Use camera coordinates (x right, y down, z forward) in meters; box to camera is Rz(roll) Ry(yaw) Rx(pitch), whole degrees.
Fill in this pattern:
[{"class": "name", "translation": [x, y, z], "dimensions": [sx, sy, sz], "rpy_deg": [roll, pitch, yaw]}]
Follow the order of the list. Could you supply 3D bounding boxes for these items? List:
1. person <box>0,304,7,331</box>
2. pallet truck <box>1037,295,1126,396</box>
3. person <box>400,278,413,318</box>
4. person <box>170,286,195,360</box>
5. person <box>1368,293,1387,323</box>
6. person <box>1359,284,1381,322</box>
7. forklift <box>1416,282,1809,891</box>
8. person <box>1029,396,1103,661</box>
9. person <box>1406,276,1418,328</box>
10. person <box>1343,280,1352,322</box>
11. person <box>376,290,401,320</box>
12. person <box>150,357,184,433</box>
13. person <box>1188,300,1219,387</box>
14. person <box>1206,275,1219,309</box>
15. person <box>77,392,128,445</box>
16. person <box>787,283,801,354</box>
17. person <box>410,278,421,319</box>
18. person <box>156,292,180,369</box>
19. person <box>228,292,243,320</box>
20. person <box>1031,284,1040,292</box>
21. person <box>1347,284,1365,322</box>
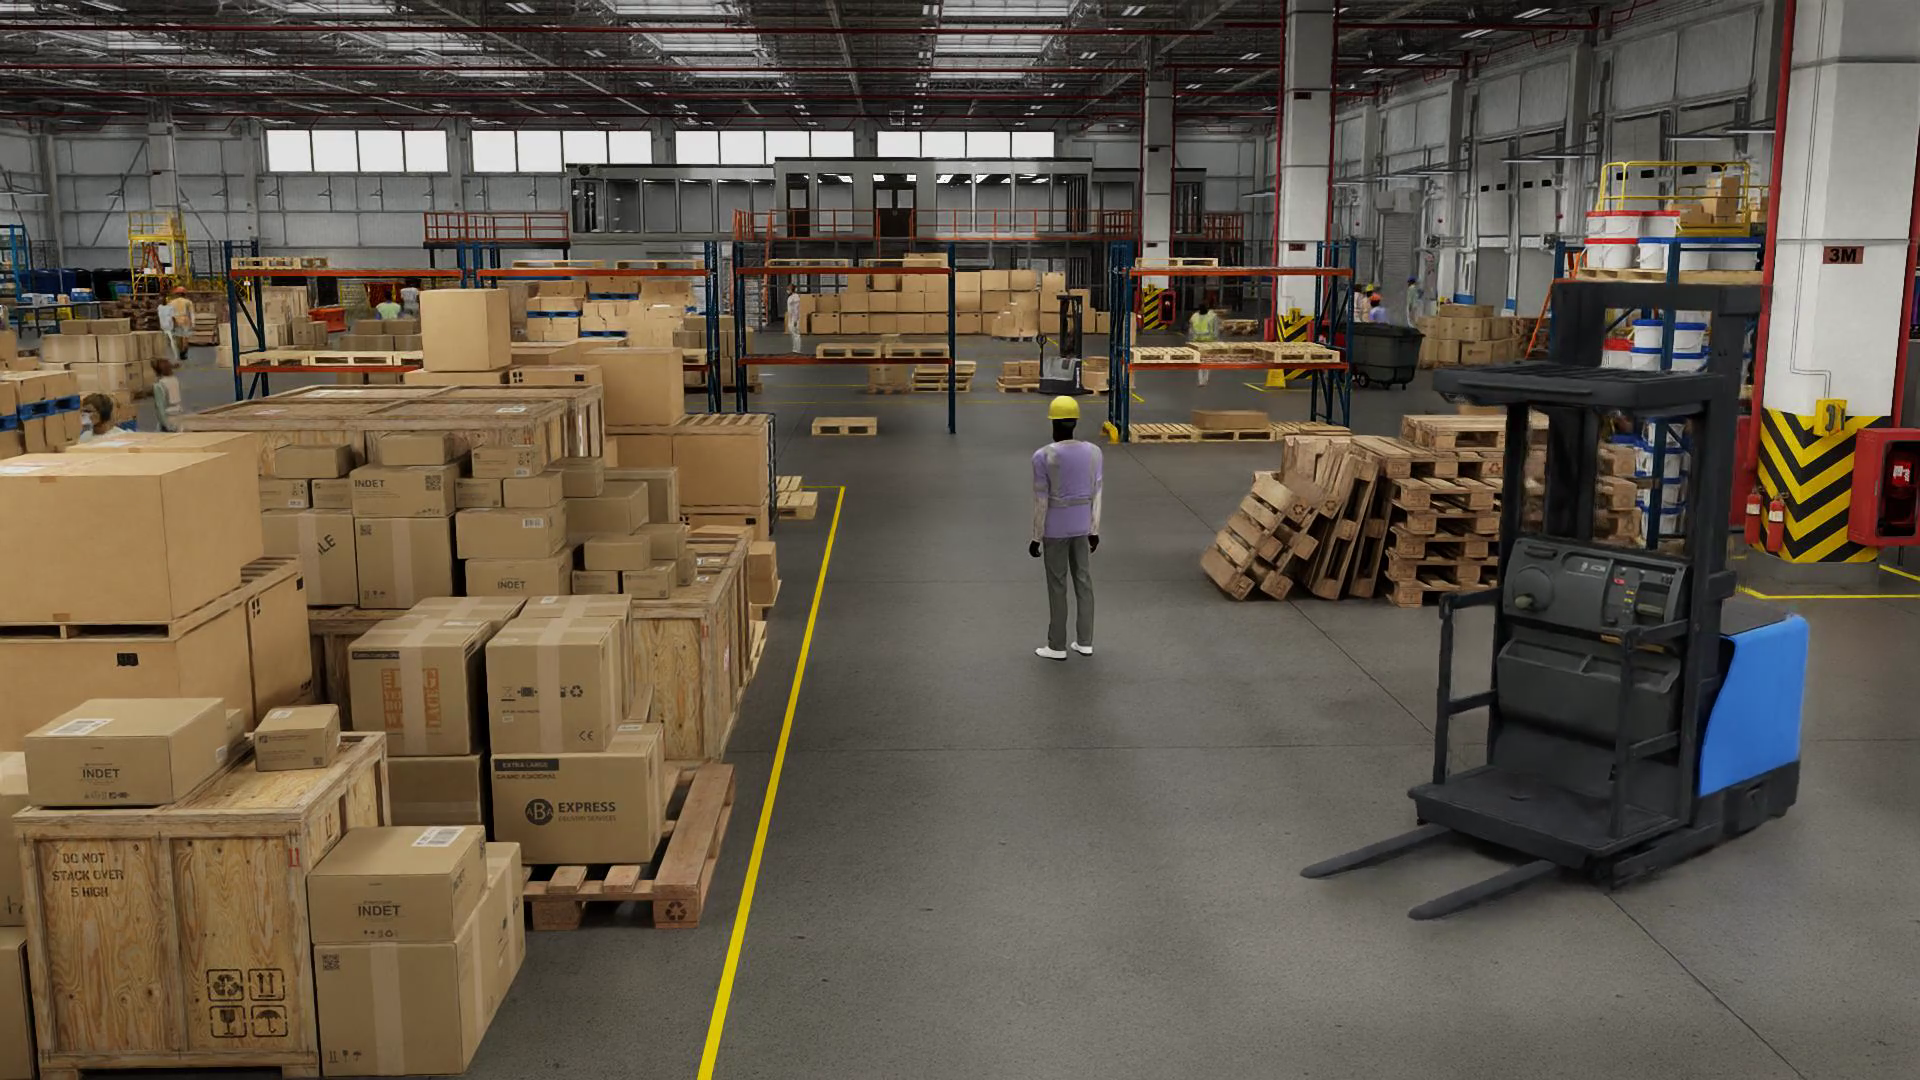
[{"class": "person", "translation": [-23.293, -5.107, 40.115], "dimensions": [0.565, 1.912, 0.660], "rpy_deg": [-2, 10, -8]}, {"class": "pallet truck", "translation": [2.483, -3.881, 33.060], "dimensions": [1.885, 1.965, 0.823], "rpy_deg": [-7, 13, -36]}, {"class": "person", "translation": [-17.500, -7.367, 52.837], "dimensions": [0.513, 1.871, 0.329], "rpy_deg": [-2, 10, -12]}, {"class": "person", "translation": [-19.939, -5.558, 42.642], "dimensions": [0.593, 1.913, 0.610], "rpy_deg": [-3, 10, -14]}, {"class": "person", "translation": [9.368, -4.624, 37.536], "dimensions": [1.014, 1.880, 0.559], "rpy_deg": [9, 14, 42]}, {"class": "person", "translation": [11.047, -5.942, 44.797], "dimensions": [0.600, 1.905, 0.644], "rpy_deg": [5, 11, 27]}, {"class": "forklift", "translation": [3.429, 0.094, 8.456], "dimensions": [1.873, 2.768, 1.129], "rpy_deg": [-8, 13, -37]}, {"class": "person", "translation": [0.757, -0.087, 12.119], "dimensions": [0.593, 1.925, 0.384], "rpy_deg": [-6, 12, -30]}, {"class": "person", "translation": [14.775, -7.666, 54.430], "dimensions": [0.450, 1.898, 0.697], "rpy_deg": [7, 12, 33]}, {"class": "person", "translation": [13.282, -8.012, 56.841], "dimensions": [0.701, 1.717, 0.519], "rpy_deg": [8, 13, 37]}, {"class": "person", "translation": [-13.666, -5.054, 39.918], "dimensions": [0.612, 1.893, 0.765], "rpy_deg": [-7, 12, -33]}, {"class": "person", "translation": [-9.784, -1.476, 20.748], "dimensions": [0.742, 1.609, 0.519], "rpy_deg": [2, 10, 11]}, {"class": "person", "translation": [5.043, -4.098, 34.747], "dimensions": [0.662, 1.824, 0.603], "rpy_deg": [6, 12, 32]}, {"class": "person", "translation": [10.851, -10.787, 71.575], "dimensions": [0.620, 1.985, 0.422], "rpy_deg": [8, 13, 38]}, {"class": "person", "translation": [-6.580, -0.208, 12.920], "dimensions": [0.643, 1.887, 1.052], "rpy_deg": [5, 11, 25]}, {"class": "person", "translation": [-4.429, -5.863, 44.312], "dimensions": [0.367, 1.932, 0.623], "rpy_deg": [-4, 11, -22]}, {"class": "person", "translation": [-17.005, -7.248, 52.061], "dimensions": [1.021, 1.917, 0.623], "rpy_deg": [-7, 13, -36]}, {"class": "person", "translation": [-18.947, -4.972, 39.614], "dimensions": [0.555, 1.822, 0.941], "rpy_deg": [2, 10, 10]}, {"class": "person", "translation": [-18.415, -5.464, 42.568], "dimensions": [0.539, 1.744, 0.602], "rpy_deg": [2, 10, 10]}, {"class": "person", "translation": [2.570, -8.280, 57.909], "dimensions": [0.595, 1.868, 0.422], "rpy_deg": [-6, 12, -30]}, {"class": "person", "translation": [11.282, -6.352, 47.292], "dimensions": [0.430, 1.837, 0.639], "rpy_deg": [-8, 13, -38]}]
